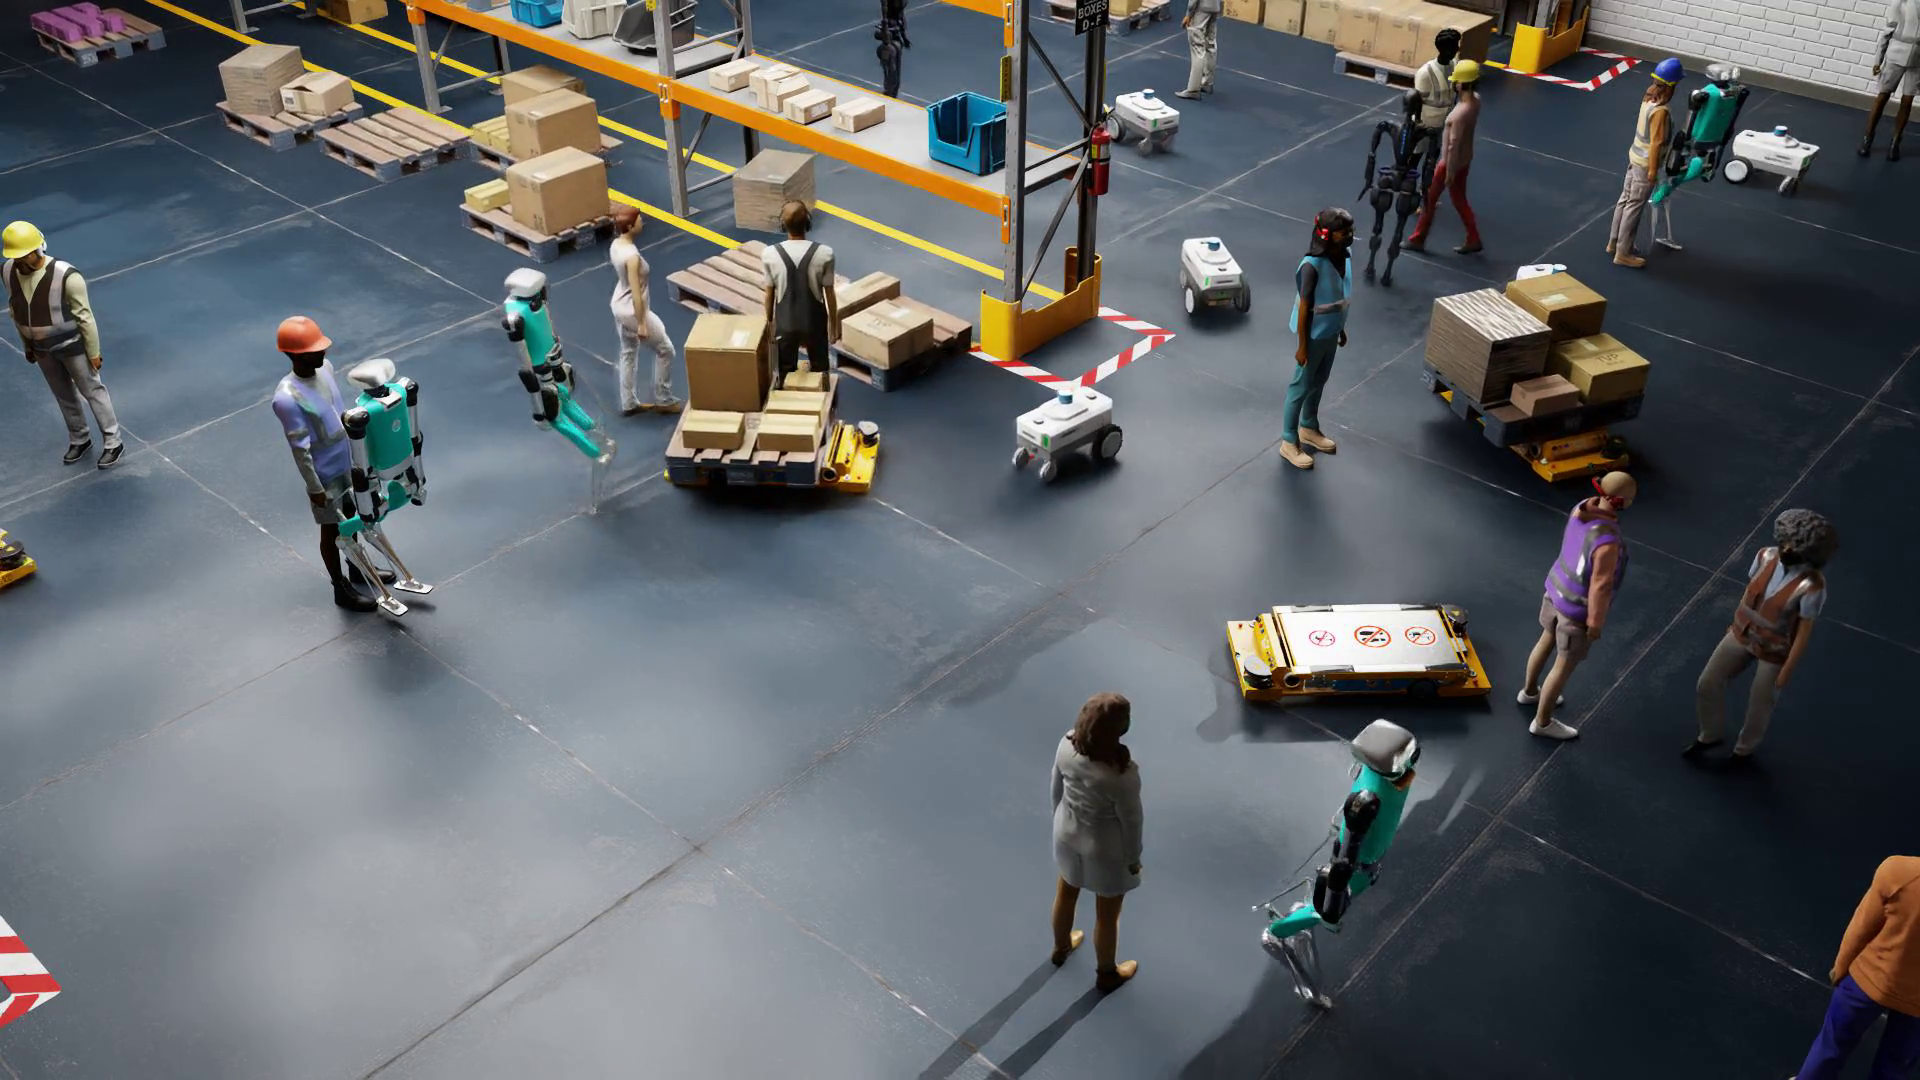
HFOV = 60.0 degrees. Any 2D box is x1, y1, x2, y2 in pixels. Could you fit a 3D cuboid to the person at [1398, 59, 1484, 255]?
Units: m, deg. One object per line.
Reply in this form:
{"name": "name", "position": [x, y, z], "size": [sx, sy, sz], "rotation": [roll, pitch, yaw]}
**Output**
{"name": "person", "position": [4.245, -3.259, 14.233], "size": [0.747, 1.736, 0.544], "rotation": [20, 39, 26]}

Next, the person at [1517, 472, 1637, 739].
{"name": "person", "position": [3.368, 0.344, 9.065], "size": [0.361, 1.682, 0.481], "rotation": [0, 35, 0]}

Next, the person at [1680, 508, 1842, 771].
{"name": "person", "position": [4.187, 0.565, 8.745], "size": [0.511, 1.670, 0.458], "rotation": [-17, 38, -23]}

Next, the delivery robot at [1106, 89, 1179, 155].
{"name": "delivery robot", "position": [1.852, -4.219, 16.663], "size": [0.521, 0.586, 0.747], "rotation": [-19, 39, -25]}

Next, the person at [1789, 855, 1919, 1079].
{"name": "person", "position": [3.820, 1.783, 6.735], "size": [0.515, 1.973, 0.404], "rotation": [18, 38, 24]}

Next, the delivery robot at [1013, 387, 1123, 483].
{"name": "delivery robot", "position": [0.743, -0.791, 11.699], "size": [0.784, 0.589, 0.499], "rotation": [-27, 43, -33]}

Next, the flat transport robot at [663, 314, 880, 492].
{"name": "flat transport robot", "position": [-1.312, -0.611, 11.695], "size": [1.431, 0.231, 0.659], "rotation": [3, 35, 4]}

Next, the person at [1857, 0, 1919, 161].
{"name": "person", "position": [9.147, -4.638, 16.076], "size": [0.547, 1.926, 0.379], "rotation": [14, 37, 20]}

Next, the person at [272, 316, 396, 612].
{"name": "person", "position": [-3.788, -0.464, 10.012], "size": [0.348, 1.942, 0.544], "rotation": [4, 35, 6]}

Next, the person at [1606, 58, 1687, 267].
{"name": "person", "position": [5.841, -3.207, 14.127], "size": [0.304, 1.778, 0.479], "rotation": [4, 35, 5]}

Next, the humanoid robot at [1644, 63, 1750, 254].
{"name": "humanoid robot", "position": [6.169, -3.229, 14.266], "size": [0.530, 1.869, 0.750], "rotation": [-10, 36, -14]}

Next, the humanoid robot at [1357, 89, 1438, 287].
{"name": "humanoid robot", "position": [3.605, -2.912, 13.794], "size": [0.599, 1.642, 0.366], "rotation": [11, 36, 16]}

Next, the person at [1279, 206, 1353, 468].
{"name": "person", "position": [2.466, -1.403, 11.439], "size": [0.392, 1.866, 0.514], "rotation": [29, 44, 35]}

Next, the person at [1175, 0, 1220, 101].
{"name": "person", "position": [2.561, -5.572, 17.451], "size": [0.393, 1.898, 0.532], "rotation": [27, 43, 34]}

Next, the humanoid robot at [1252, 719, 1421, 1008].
{"name": "humanoid robot", "position": [1.615, 1.485, 7.442], "size": [0.646, 1.859, 0.546], "rotation": [26, 42, 32]}

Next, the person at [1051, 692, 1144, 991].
{"name": "person", "position": [0.628, 1.363, 7.607], "size": [0.484, 1.660, 0.343], "rotation": [27, 43, 33]}

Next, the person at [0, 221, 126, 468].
{"name": "person", "position": [-6.165, -1.339, 11.386], "size": [0.589, 1.825, 0.403], "rotation": [6, 35, 9]}

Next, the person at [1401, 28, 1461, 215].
{"name": "person", "position": [4.277, -3.793, 15.051], "size": [0.534, 1.692, 0.319], "rotation": [-19, 39, -26]}

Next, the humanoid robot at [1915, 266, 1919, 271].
{"name": "humanoid robot", "position": [8.445, -2.929, 13.814], "size": [0.608, 1.642, 0.365], "rotation": [1, 35, 2]}

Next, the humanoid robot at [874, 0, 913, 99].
{"name": "humanoid robot", "position": [-0.694, -5.093, 16.954], "size": [0.319, 1.662, 0.608], "rotation": [11, 36, 15]}

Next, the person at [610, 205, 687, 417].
{"name": "person", "position": [-2.247, -1.641, 11.971], "size": [0.590, 1.639, 0.481], "rotation": [-19, 39, -25]}

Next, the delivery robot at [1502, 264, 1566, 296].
{"name": "delivery robot", "position": [4.744, -1.922, 13.360], "size": [0.499, 0.614, 0.808], "rotation": [-8, 35, -11]}

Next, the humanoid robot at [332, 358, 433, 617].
{"name": "humanoid robot", "position": [-3.529, -0.353, 9.909], "size": [0.735, 1.681, 0.533], "rotation": [16, 38, 22]}

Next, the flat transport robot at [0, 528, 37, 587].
{"name": "flat transport robot", "position": [-6.680, 0.029, 10.769], "size": [1.431, 0.231, 0.659], "rotation": [24, 41, 30]}

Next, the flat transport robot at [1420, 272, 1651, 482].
{"name": "flat transport robot", "position": [4.143, -0.901, 12.116], "size": [0.659, 0.231, 1.431], "rotation": [-12, 36, -17]}

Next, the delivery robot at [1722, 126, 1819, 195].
{"name": "delivery robot", "position": [7.723, -3.653, 15.837], "size": [0.749, 0.578, 0.505], "rotation": [26, 42, 32]}

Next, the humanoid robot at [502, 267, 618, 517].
{"name": "humanoid robot", "position": [-2.508, -0.915, 10.860], "size": [0.741, 1.801, 0.554], "rotation": [4, 35, 6]}

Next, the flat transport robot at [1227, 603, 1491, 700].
{"name": "flat transport robot", "position": [2.348, 0.664, 9.848], "size": [1.431, 0.231, 0.659], "rotation": [-1, 35, -1]}

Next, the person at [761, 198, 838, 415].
{"name": "person", "position": [-1.098, -1.495, 11.602], "size": [0.504, 1.835, 0.363], "rotation": [-2, 35, -3]}

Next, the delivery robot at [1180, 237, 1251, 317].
{"name": "delivery robot", "position": [2.081, -2.207, 13.752], "size": [0.499, 0.590, 0.793], "rotation": [-6, 35, -8]}
